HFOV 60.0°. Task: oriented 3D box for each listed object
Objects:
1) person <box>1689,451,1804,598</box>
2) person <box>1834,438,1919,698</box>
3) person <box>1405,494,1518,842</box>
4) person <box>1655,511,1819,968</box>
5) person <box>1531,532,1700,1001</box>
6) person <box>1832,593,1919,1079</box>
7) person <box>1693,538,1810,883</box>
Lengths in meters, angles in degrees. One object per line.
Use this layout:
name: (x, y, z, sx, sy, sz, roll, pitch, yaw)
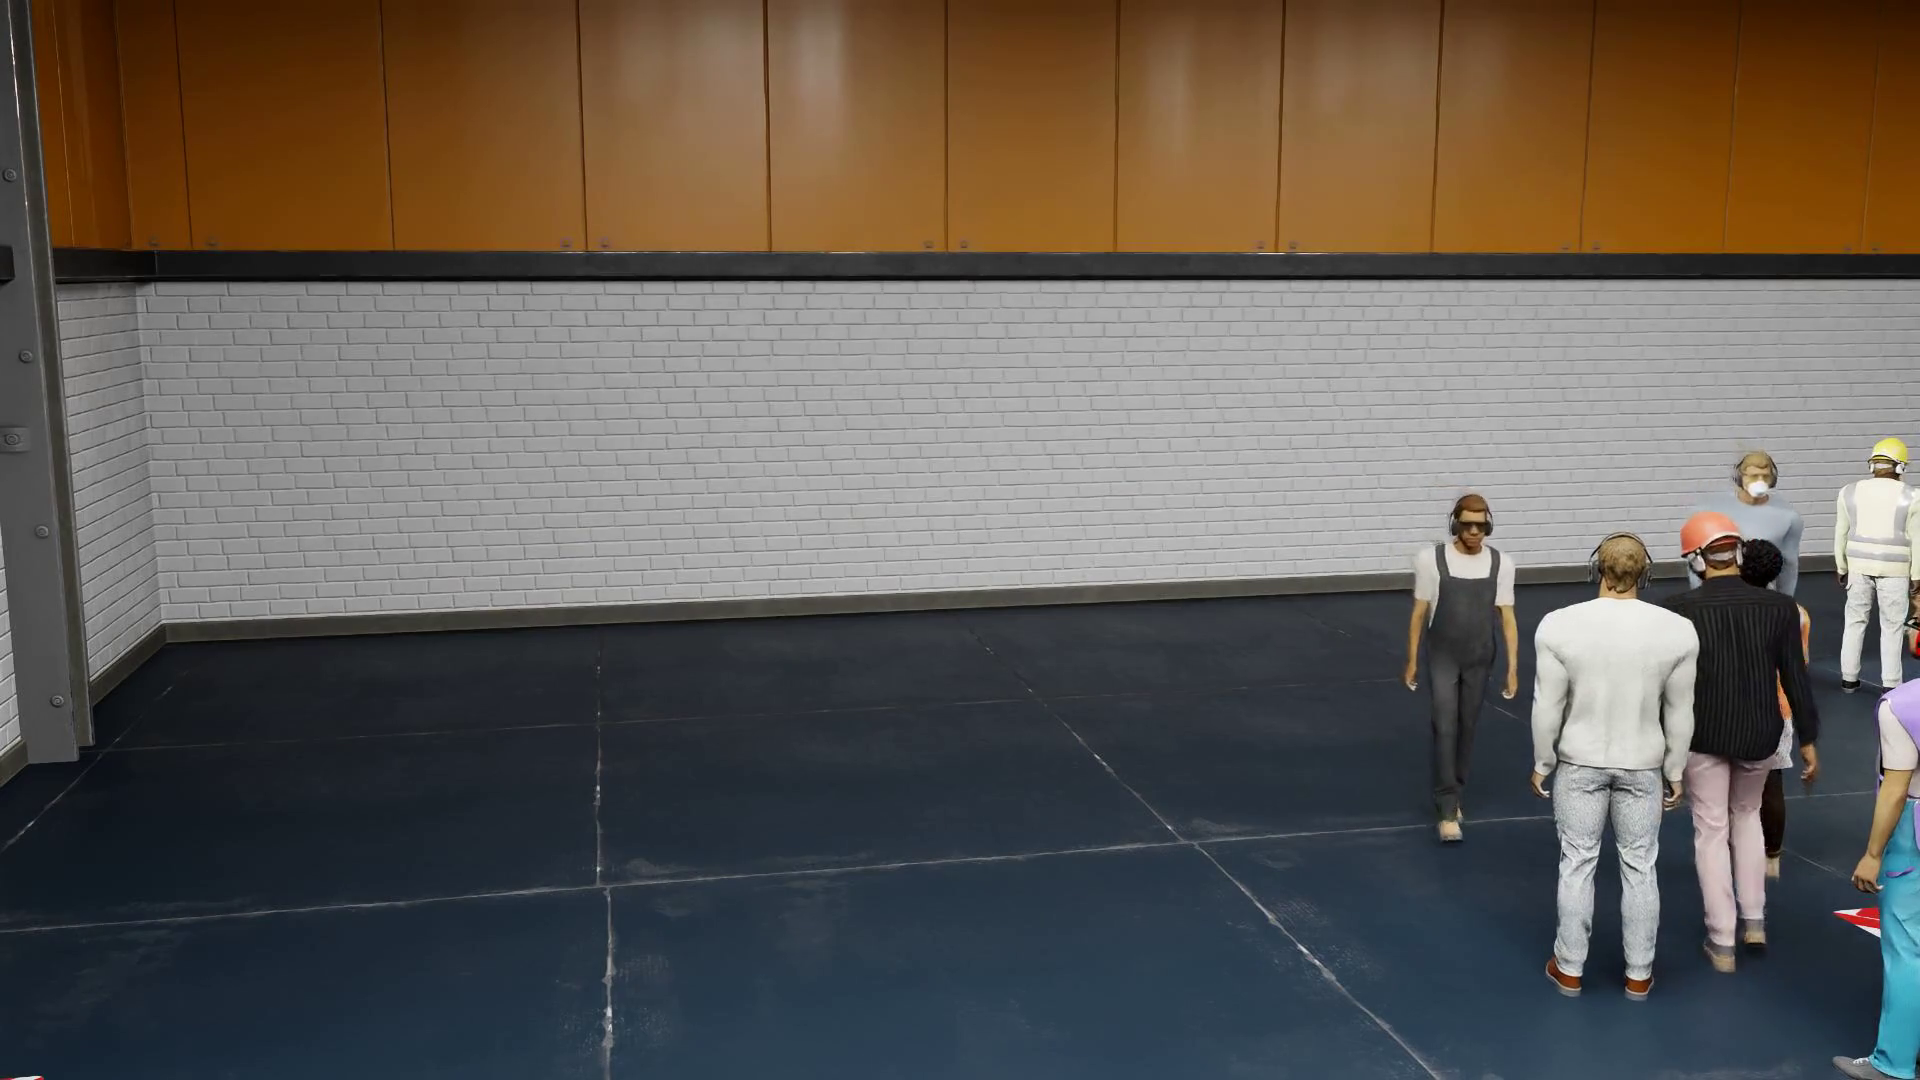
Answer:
person: (4.840, 0.390, 10.295, 0.628, 1.895, 1.037, 4, 10, 21)
person: (6.441, 0.197, 11.637, 0.403, 1.823, 0.588, -9, 13, -43)
person: (2.658, 0.677, 8.725, 0.547, 1.814, 0.837, 0, 9, 3)
person: (3.329, 0.856, 7.238, 0.695, 1.946, 0.596, 2, 9, 10)
person: (2.658, 0.929, 6.827, 0.629, 1.939, 0.374, 2, 10, 14)
person: (3.512, 1.104, 6.030, 0.567, 1.850, 0.389, -4, 10, -22)
person: (3.845, 0.837, 8.118, 0.539, 1.695, 0.319, 0, 9, 0)
